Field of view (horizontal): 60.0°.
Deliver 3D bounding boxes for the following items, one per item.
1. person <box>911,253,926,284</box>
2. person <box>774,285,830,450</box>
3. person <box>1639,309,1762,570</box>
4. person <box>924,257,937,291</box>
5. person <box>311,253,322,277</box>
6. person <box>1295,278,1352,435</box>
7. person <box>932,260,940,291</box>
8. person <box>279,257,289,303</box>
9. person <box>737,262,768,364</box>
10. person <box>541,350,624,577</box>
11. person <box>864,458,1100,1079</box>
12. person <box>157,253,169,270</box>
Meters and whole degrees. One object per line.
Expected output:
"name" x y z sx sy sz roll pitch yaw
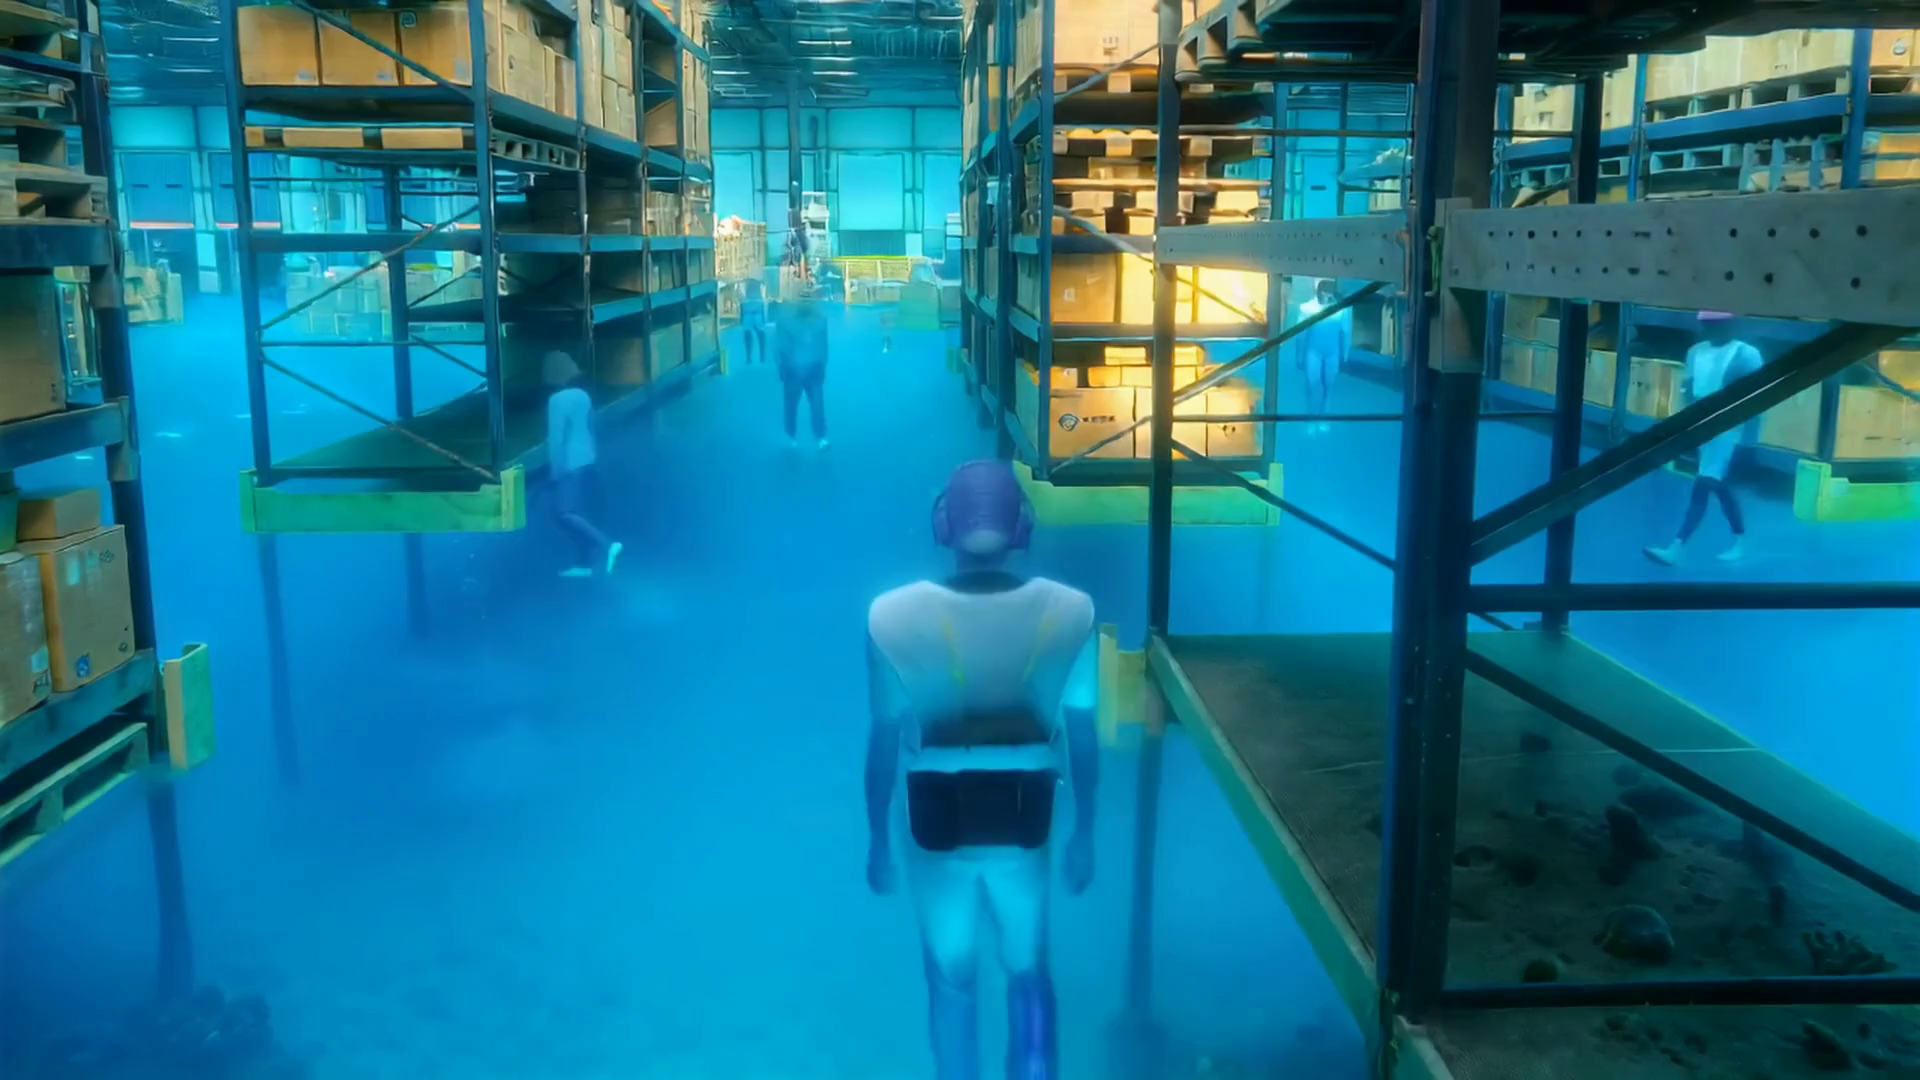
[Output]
"person" -1.413 -9.069 58.282 0.627 1.934 0.372 8 13 38
"person" -1.790 -1.957 18.887 0.648 1.855 0.986 -4 11 -20
"person" 5.376 -0.778 11.960 1.066 1.983 0.627 -3 11 -18
"person" -0.980 -8.362 54.631 0.512 1.841 0.342 8 13 37
"person" -26.063 -10.690 67.353 0.391 1.923 0.589 1 10 5
"person" 4.428 -2.229 20.240 0.666 1.906 0.831 2 10 9
"person" -0.948 -8.623 56.383 0.798 1.709 0.508 5 12 28
"person" -25.745 -9.902 63.434 0.360 1.758 0.528 -1 10 -8
"person" -3.986 -4.357 31.952 0.605 1.962 0.373 -3 11 -18
"person" -2.586 -0.497 11.422 0.540 1.617 0.524 3 11 17
"person" 0.049 0.715 4.068 0.564 1.831 0.431 -2 10 -10
"person" -32.432 -10.732 67.681 0.983 1.892 0.560 2 10 13
